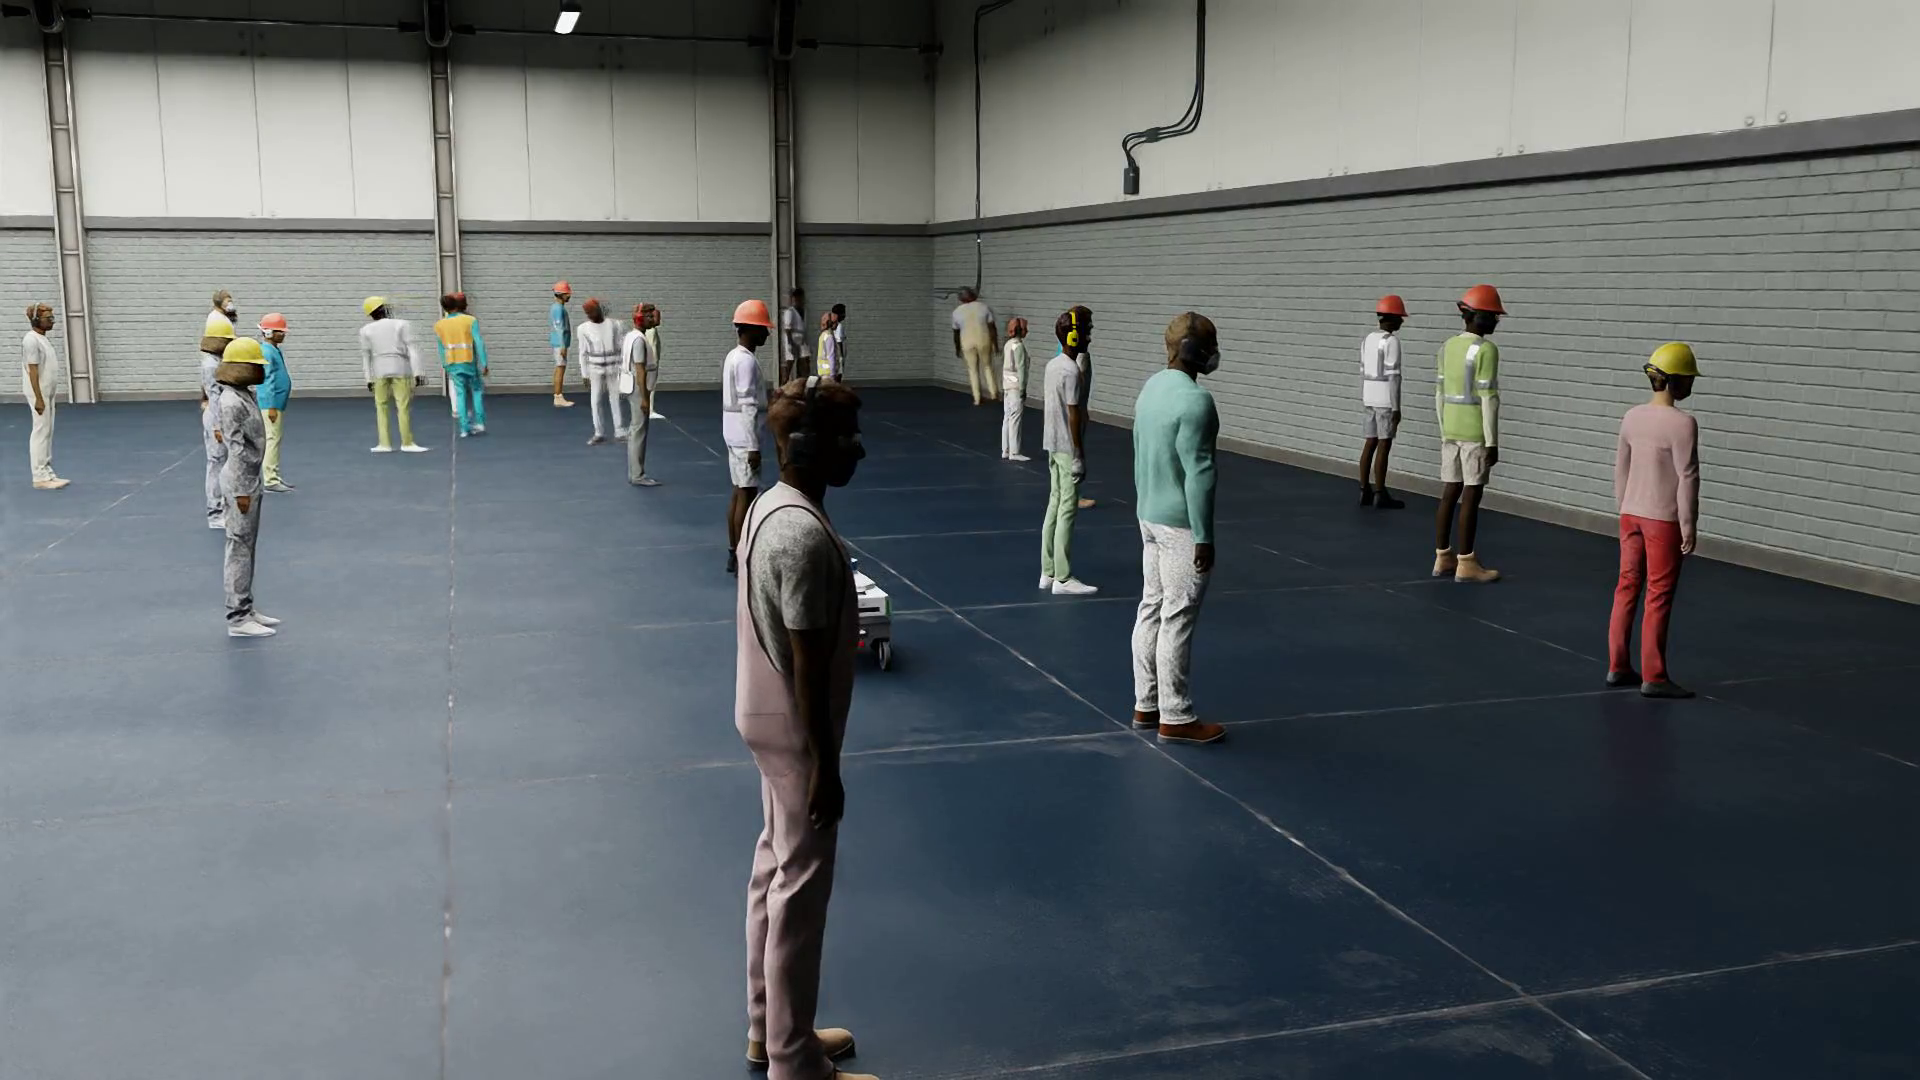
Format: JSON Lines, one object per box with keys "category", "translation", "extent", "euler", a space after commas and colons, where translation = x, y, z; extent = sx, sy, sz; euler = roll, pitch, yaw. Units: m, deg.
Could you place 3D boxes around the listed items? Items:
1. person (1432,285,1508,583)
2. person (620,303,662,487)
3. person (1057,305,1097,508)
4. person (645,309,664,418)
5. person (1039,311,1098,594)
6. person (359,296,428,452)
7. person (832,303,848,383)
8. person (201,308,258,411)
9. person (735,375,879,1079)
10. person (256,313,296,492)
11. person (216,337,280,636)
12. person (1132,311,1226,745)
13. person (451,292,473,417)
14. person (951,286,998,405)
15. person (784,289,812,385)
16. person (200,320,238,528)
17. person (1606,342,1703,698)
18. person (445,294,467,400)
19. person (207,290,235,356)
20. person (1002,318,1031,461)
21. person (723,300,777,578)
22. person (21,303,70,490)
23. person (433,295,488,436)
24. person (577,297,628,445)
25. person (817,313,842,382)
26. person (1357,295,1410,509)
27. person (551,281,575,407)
{"category": "person", "translation": [3.533, -0.731, 11.469], "extent": [0.393, 2.039, 0.613], "euler": [-3, 9, -16]}
{"category": "person", "translation": [-3.235, -1.459, 16.746], "extent": [0.374, 1.840, 0.568], "euler": [-3, 9, -16]}
{"category": "person", "translation": [1.044, -1.212, 15.169], "extent": [0.327, 1.842, 0.511], "euler": [-3, 9, -16]}
{"category": "person", "translation": [-4.601, -2.641, 24.948], "extent": [0.269, 1.632, 0.505], "euler": [-3, 9, -16]}
{"category": "person", "translation": [0.711, -0.576, 11.031], "extent": [0.313, 1.869, 0.528], "euler": [-3, 9, -16]}
{"category": "person", "translation": [-6.802, -1.984, 20.012], "extent": [0.739, 1.879, 0.385], "euler": [-2, 9, -11]}
{"category": "person", "translation": [-1.948, -2.923, 26.536], "extent": [0.318, 1.698, 0.539], "euler": [-3, 9, -16]}
{"category": "person", "translation": [-11.609, -2.851, 26.255], "extent": [0.857, 1.643, 0.543], "euler": [-3, 9, -20]}
{"category": "person", "translation": [-0.397, 0.508, 4.196], "extent": [0.327, 1.842, 0.511], "euler": [-3, 9, -16]}
{"category": "person", "translation": [-6.698, -1.343, 16.296], "extent": [0.341, 1.747, 0.570], "euler": [-3, 9, -16]}
{"category": "person", "translation": [-4.177, -0.313, 9.756], "extent": [0.323, 1.741, 0.491], "euler": [-3, 9, -16]}
{"category": "person", "translation": [0.978, -0.057, 7.499], "extent": [0.353, 1.936, 0.633], "euler": [-3, 9, -16]}
{"category": "person", "translation": [-7.578, -2.797, 25.149], "extent": [0.338, 1.882, 0.582], "euler": [-3, 9, -16]}
{"category": "person", "translation": [0.231, -3.272, 27.683], "extent": [0.773, 2.000, 0.542], "euler": [-1, 9, -4]}
{"category": "person", "translation": [-2.926, -3.597, 30.185], "extent": [0.935, 1.901, 0.608], "euler": [8, 12, 40]}
{"category": "person", "translation": [-6.187, -0.972, 13.958], "extent": [0.323, 1.741, 0.491], "euler": [-3, 9, -16]}
{"category": "person", "translation": [3.500, -0.101, 8.323], "extent": [0.328, 1.767, 0.531], "euler": [-3, 9, -16]}
{"category": "person", "translation": [-8.697, -3.318, 28.597], "extent": [0.374, 1.843, 0.568], "euler": [-3, 9, -16]}
{"category": "person", "translation": [-9.640, -2.290, 21.746], "extent": [0.353, 1.936, 0.633], "euler": [-3, 9, -16]}
{"category": "person", "translation": [0.643, -1.726, 19.093], "extent": [0.311, 1.639, 0.521], "euler": [-3, 9, -16]}
{"category": "person", "translation": [-1.463, -0.705, 11.637], "extent": [0.374, 1.933, 0.550], "euler": [-3, 9, -16]}
{"category": "person", "translation": [-9.087, -1.420, 16.486], "extent": [0.328, 1.844, 0.511], "euler": [-3, 9, -16]}
{"category": "person", "translation": [-6.650, -2.322, 22.200], "extent": [0.696, 1.863, 0.634], "euler": [-1, 9, -8]}
{"category": "person", "translation": [-4.411, -2.116, 20.930], "extent": [0.745, 1.863, 0.357], "euler": [-3, 9, -18]}
{"category": "person", "translation": [-1.721, -2.163, 21.881], "extent": [0.311, 1.639, 0.521], "euler": [-3, 9, -16]}
{"category": "person", "translation": [3.865, -1.253, 15.136], "extent": [0.374, 1.933, 0.550], "euler": [-3, 9, -16]}
{"category": "person", "translation": [-6.479, -3.190, 27.154], "extent": [0.393, 2.041, 0.613], "euler": [-3, 9, -16]}
